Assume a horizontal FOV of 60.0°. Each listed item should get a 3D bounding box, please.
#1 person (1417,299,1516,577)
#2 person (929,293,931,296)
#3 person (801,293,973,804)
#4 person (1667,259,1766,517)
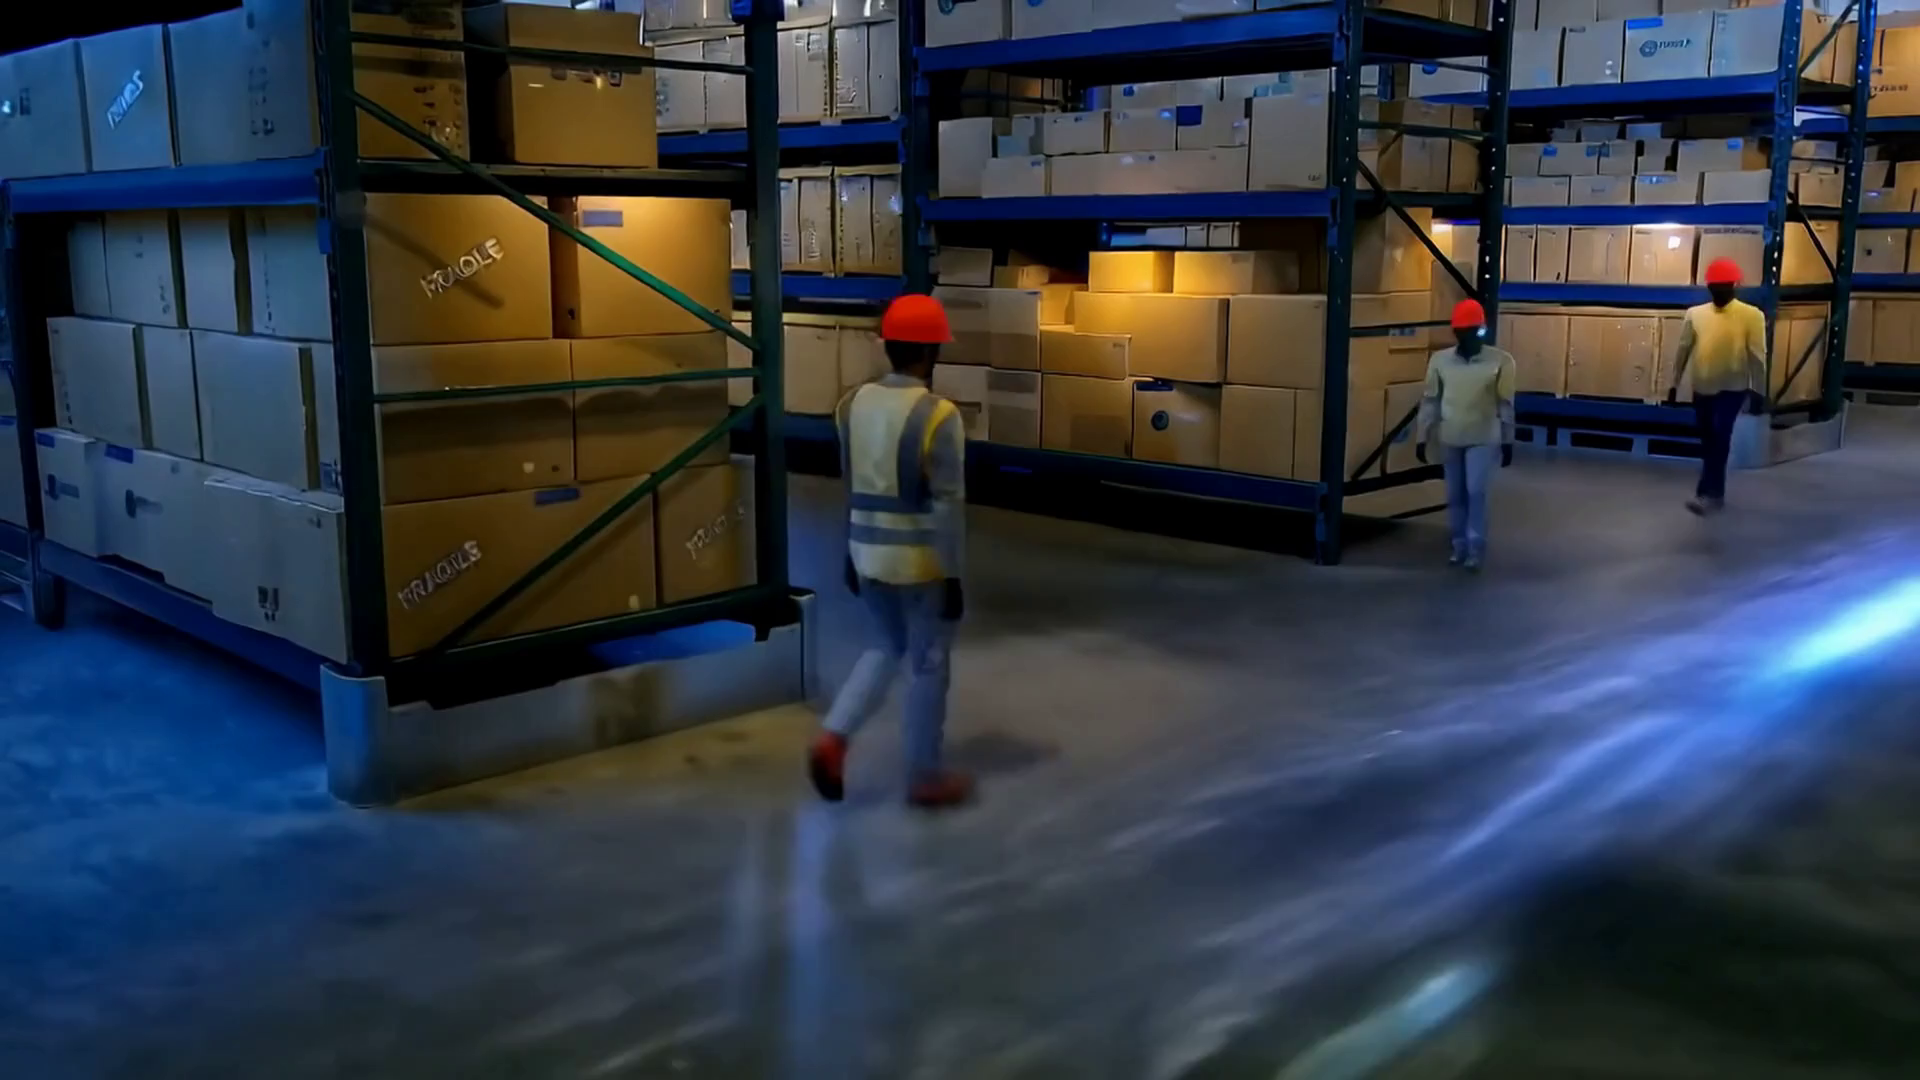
[{"bbox_3d":[3.164,-0.641,10.480,0.590,1.725,0.651,7,13,35],"label":"person"},{"bbox_3d":[-0.403,-2.328,19.435,0.659,1.820,0.670,-10,14,-42],"label":"person"},{"bbox_3d":[-0.240,0.068,6.082,0.621,1.926,0.661,9,14,42],"label":"person"},{"bbox_3d":[5.759,-1.162,12.748,1.019,1.937,0.647,-10,14,-43],"label":"person"}]
